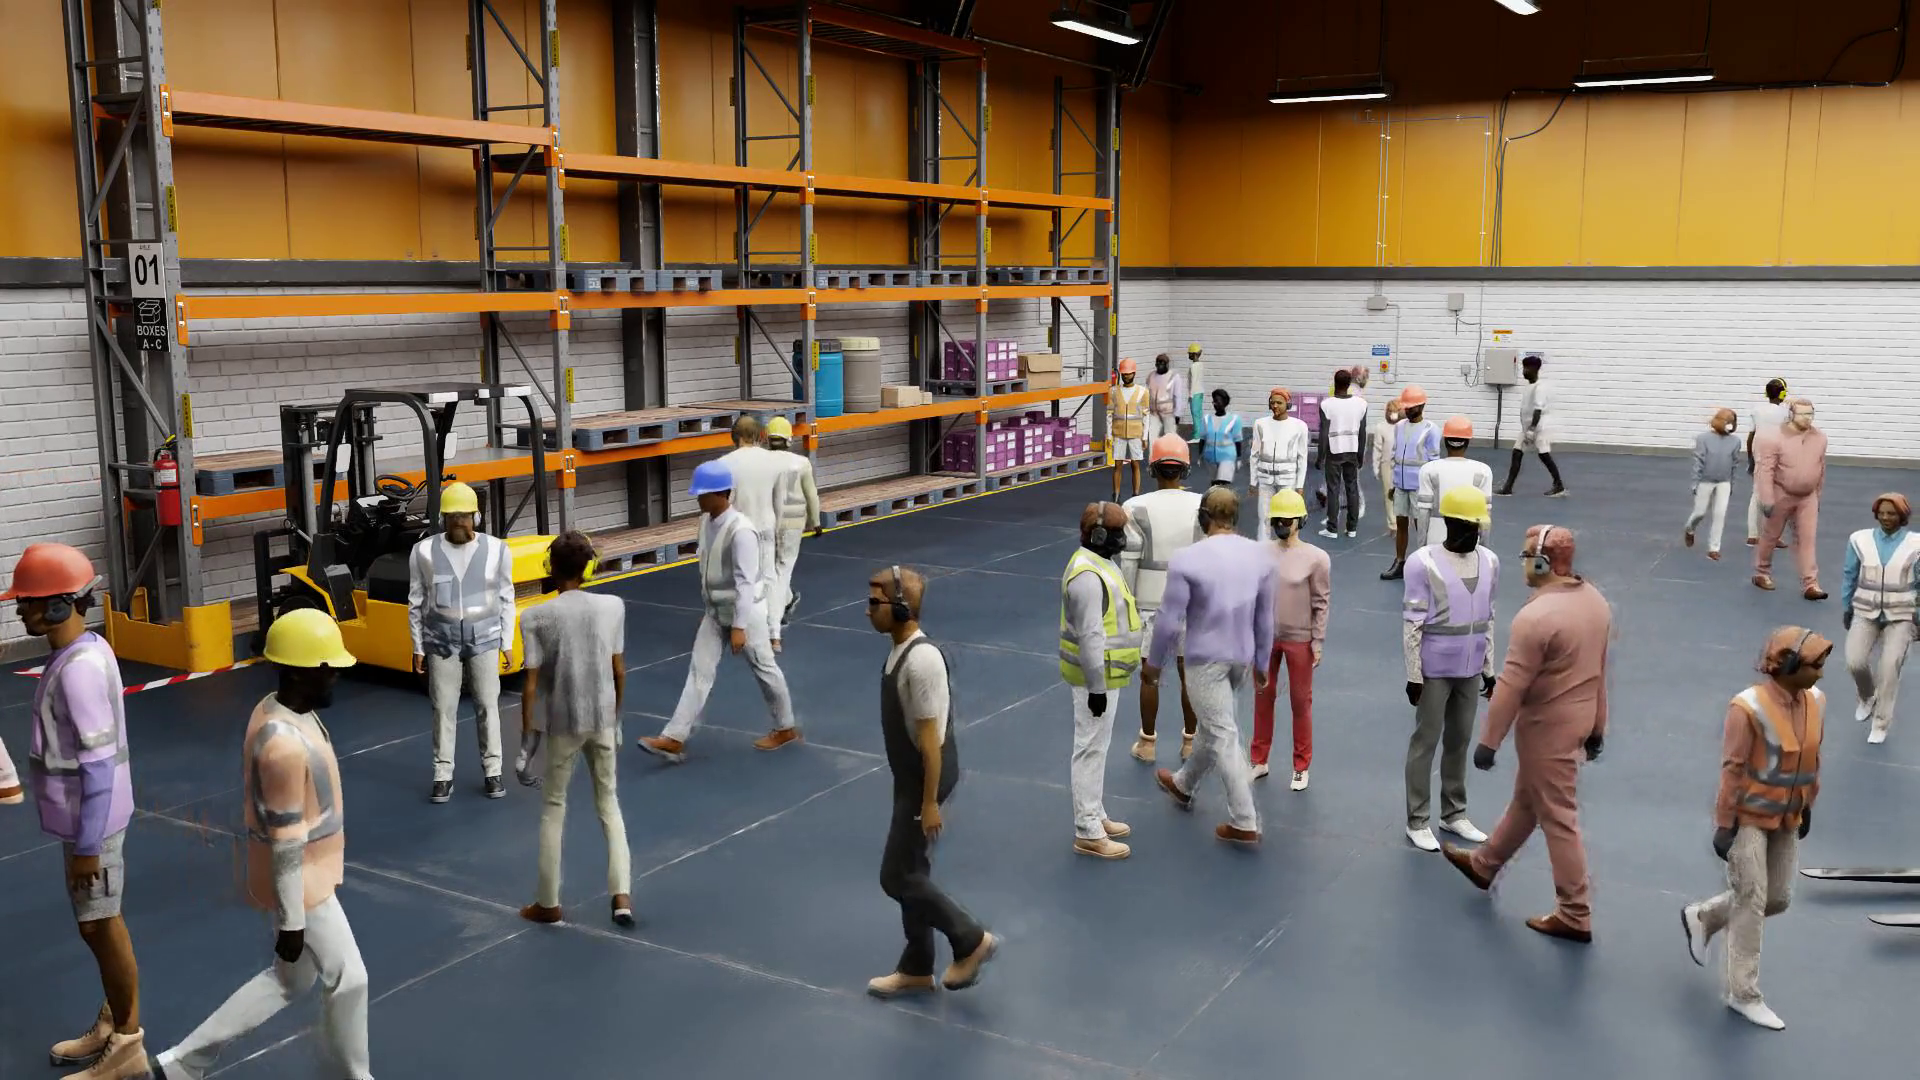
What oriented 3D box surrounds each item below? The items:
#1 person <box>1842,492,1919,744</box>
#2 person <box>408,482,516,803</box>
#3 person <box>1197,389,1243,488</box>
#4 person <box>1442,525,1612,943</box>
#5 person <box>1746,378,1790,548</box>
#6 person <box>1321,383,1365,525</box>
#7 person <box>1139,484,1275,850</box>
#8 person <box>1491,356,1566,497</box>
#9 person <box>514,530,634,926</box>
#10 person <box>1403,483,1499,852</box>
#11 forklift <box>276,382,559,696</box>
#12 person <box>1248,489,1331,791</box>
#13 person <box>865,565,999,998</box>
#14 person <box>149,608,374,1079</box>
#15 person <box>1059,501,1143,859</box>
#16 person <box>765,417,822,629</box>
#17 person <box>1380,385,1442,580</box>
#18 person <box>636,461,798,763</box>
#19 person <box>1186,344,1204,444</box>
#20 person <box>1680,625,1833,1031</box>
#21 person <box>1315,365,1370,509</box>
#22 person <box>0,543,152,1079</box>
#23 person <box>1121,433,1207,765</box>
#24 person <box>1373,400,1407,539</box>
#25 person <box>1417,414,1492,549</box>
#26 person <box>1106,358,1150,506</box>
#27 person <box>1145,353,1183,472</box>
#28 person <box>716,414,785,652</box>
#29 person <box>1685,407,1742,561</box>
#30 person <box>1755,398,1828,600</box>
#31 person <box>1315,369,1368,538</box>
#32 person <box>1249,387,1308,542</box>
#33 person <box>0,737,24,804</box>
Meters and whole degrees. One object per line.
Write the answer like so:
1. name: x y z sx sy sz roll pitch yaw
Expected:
1. person: 5.971 0.489 10.726 0.517 1.626 0.430 8 12 40
2. person: -2.838 0.579 9.500 0.590 1.837 0.404 -3 9 -16
3. person: 3.113 -0.979 19.754 0.534 1.666 0.825 6 11 33
4. person: 2.584 0.852 7.695 0.663 1.866 0.954 -9 13 -43
5. person: 8.892 -0.843 18.268 0.331 1.872 0.513 -6 11 -34
6. person: 4.656 -1.057 20.091 0.535 1.704 0.783 8 12 41
7. person: 1.331 0.642 8.938 0.650 1.883 1.019 -5 11 -30
8. person: 7.716 -1.512 22.323 0.997 1.917 0.626 -1 9 -4
9. person: -1.762 0.883 7.597 0.567 1.851 0.552 -5 11 -30
10. person: 2.583 0.657 8.730 0.587 1.928 0.364 -4 10 -25
11. forklift: -3.974 -0.067 12.417 2.313 2.155 1.214 5 11 30
12. person: 1.890 0.578 9.726 0.524 1.769 0.308 5 11 30
13. person: -0.154 1.012 6.844 0.481 1.829 0.557 -2 9 -10
14. person: -2.354 1.164 5.710 0.838 1.895 0.607 -4 10 -24
15. person: 0.734 0.711 8.663 0.429 1.844 0.627 1 9 8
16. person: -1.495 -0.166 14.303 0.597 1.780 0.933 3 10 18
17. person: 4.385 -0.539 16.176 0.363 1.933 0.543 -7 11 -37
18. person: -1.435 0.446 10.186 1.092 1.871 0.634 -7 12 -38
19. person: 4.152 -2.586 29.474 0.327 1.767 0.533 4 10 25
20. person: 3.239 1.116 6.817 0.561 1.613 0.565 -4 10 -22
21. person: 4.851 -1.288 21.053 0.693 1.874 0.708 -1 9 -7
22. person: -3.245 1.019 6.107 0.379 2.041 0.616 -5 10 -29
23. person: 1.269 0.366 10.186 0.608 2.044 0.370 0 9 -3
24. person: 4.880 -0.766 18.647 0.512 1.586 0.823 3 10 19
25. person: 3.769 0.009 12.739 0.548 1.936 0.378 2 9 12
26. person: 2.128 -1.340 21.160 0.551 1.936 0.357 2 9 13
27. person: 3.143 -1.958 25.446 0.638 1.812 0.868 6 11 31
28. person: -1.709 -0.071 13.419 0.654 1.881 1.037 -6 11 -34
29. person: 7.966 -0.610 17.616 0.517 1.606 0.626 1 9 3
30. person: 7.761 -0.392 15.505 0.664 1.855 0.996 0 9 -1
31. person: 4.348 -0.979 18.964 0.587 1.920 0.391 -2 9 -13
32. person: 3.154 -0.573 16.556 0.585 1.882 0.354 4 10 25
33. person: -5.807 0.558 9.297 1.008 1.937 0.642 -1 9 -9
